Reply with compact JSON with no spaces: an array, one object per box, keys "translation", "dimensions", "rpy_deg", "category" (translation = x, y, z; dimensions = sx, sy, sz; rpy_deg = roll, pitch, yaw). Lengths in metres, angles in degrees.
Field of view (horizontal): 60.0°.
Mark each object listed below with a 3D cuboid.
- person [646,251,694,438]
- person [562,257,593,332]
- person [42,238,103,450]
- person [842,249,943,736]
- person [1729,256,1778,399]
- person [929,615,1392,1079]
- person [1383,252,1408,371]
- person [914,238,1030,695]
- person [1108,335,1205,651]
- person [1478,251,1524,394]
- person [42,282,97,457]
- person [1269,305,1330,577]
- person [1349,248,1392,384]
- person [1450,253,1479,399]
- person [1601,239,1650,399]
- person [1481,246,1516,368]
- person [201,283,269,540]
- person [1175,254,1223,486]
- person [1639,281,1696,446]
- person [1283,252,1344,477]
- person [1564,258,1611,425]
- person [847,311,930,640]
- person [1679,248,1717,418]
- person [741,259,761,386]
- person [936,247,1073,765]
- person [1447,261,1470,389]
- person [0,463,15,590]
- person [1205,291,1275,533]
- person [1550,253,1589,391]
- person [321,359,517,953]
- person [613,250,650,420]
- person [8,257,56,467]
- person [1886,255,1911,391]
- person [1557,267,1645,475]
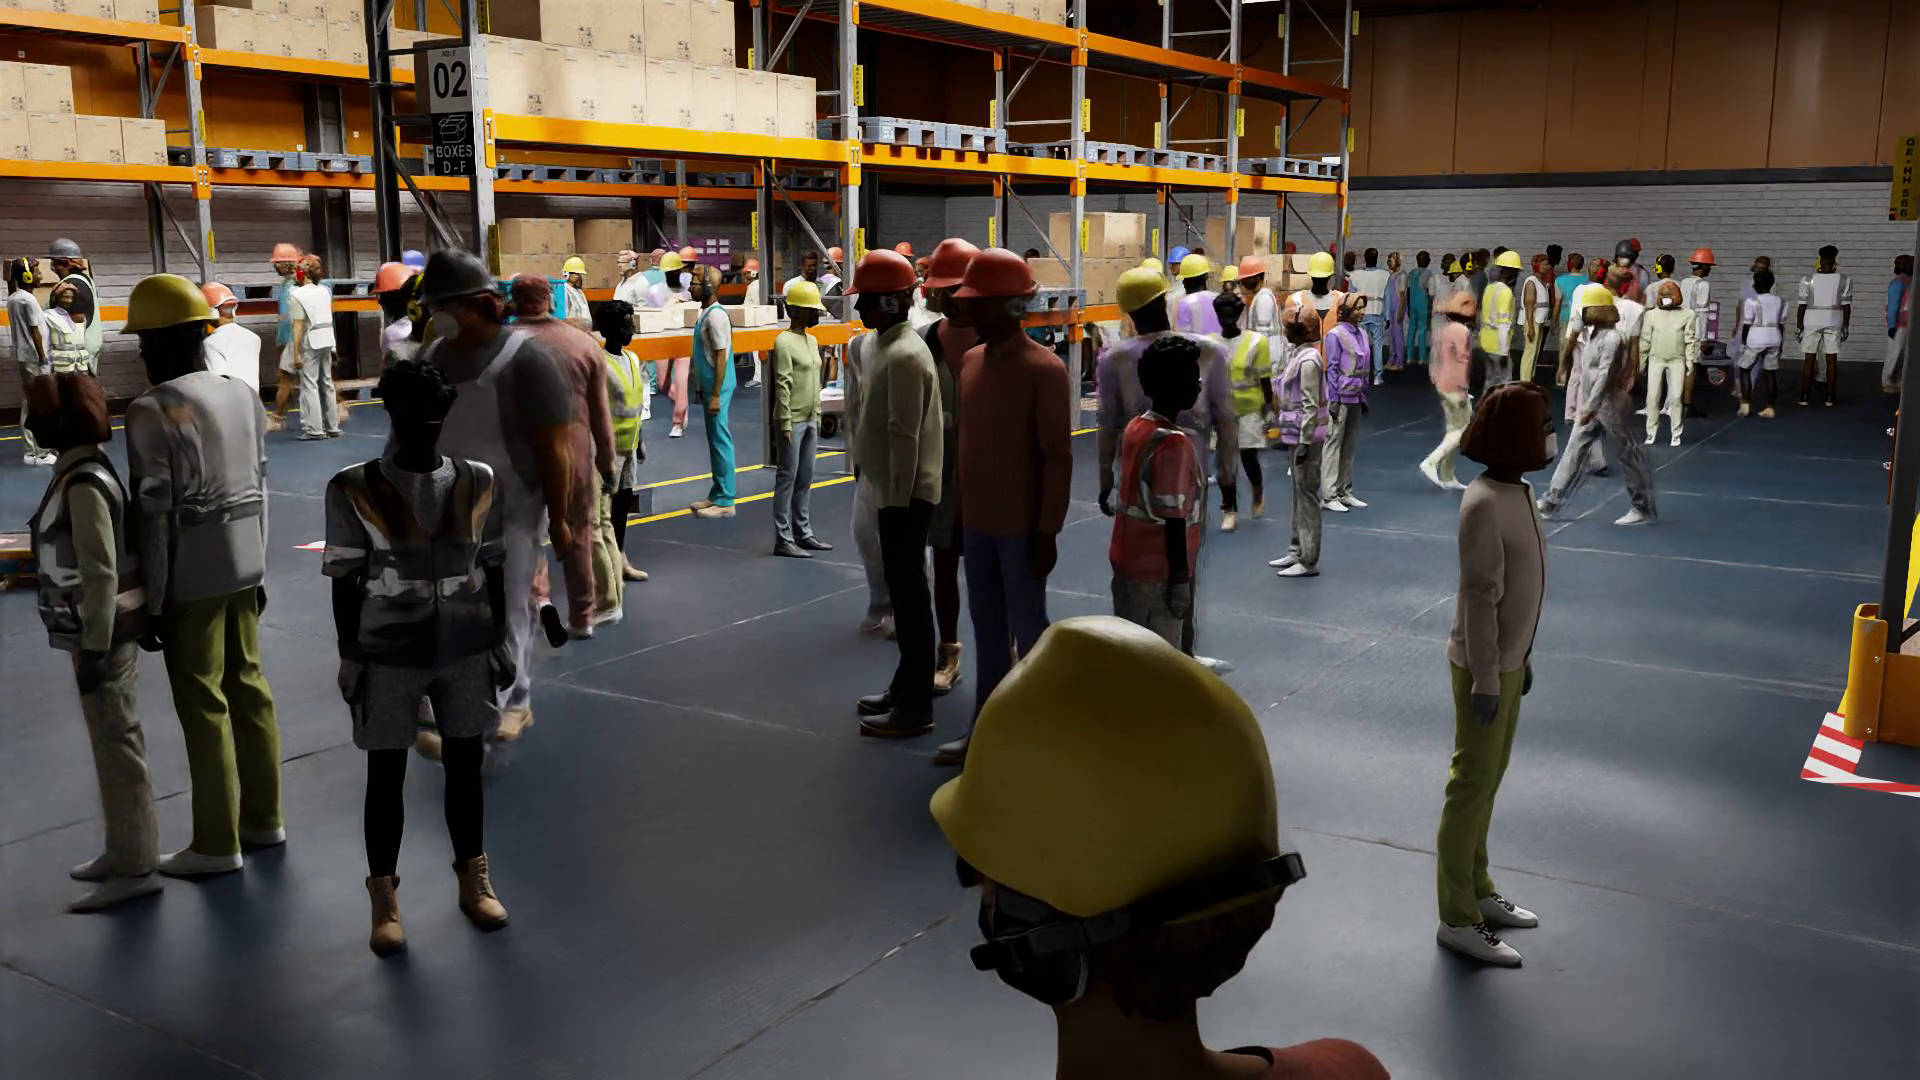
[{"translation":[-2.936,-2.035,17.273],"dimensions":[0.592,1.906,0.724],"rpy_deg":[1,10,7],"category":"person"},{"translation":[-4.307,-2.233,18.593],"dimensions":[0.404,1.829,0.592],"rpy_deg":[1,10,5],"category":"person"},{"translation":[-8.411,-1.820,15.717],"dimensions":[0.536,2.000,0.677],"rpy_deg":[-3,11,-16],"category":"person"},{"translation":[-0.273,-0.195,6.874],"dimensions":[0.408,1.986,0.617],"rpy_deg":[-1,10,-6],"category":"person"},{"translation":[10.023,-2.676,21.060],"dimensions":[0.492,1.822,0.549],"rpy_deg":[-8,13,-37],"category":"person"},{"translation":[0.107,0.926,1.252],"dimensions":[0.525,1.772,0.308],"rpy_deg":[-8,13,-37],"category":"person"},{"translation":[6.755,-3.540,25.810],"dimensions":[0.343,1.839,0.506],"rpy_deg":[-2,10,-10],"category":"person"},{"translation":[0.018,-0.296,7.318],"dimensions":[0.615,2.029,0.409],"rpy_deg":[4,11,23],"category":"person"},{"translation":[0.710,0.111,6.001],"dimensions":[0.322,1.690,0.537],"rpy_deg":[-2,10,-10],"category":"person"},{"translation":[5.489,-1.967,16.889],"dimensions":[0.417,1.909,0.597],"rpy_deg":[0,10,-2],"category":"person"},{"translation":[-8.306,-1.578,15.487],"dimensions":[0.311,1.640,0.513],"rpy_deg":[5,11,26],"category":"person"},{"translation":[2.062,-0.593,10.036],"dimensions":[0.315,1.636,0.515],"rpy_deg":[1,10,5],"category":"person"},{"translation":[5.748,-3.134,23.353],"dimensions":[0.587,1.913,0.390],"rpy_deg":[3,11,14],"category":"person"},{"translation":[6.446,-2.737,21.301],"dimensions":[0.327,1.862,0.510],"rpy_deg":[1,10,8],"category":"person"},{"translation":[8.425,-2.814,21.225],"dimensions":[0.689,2.000,0.536],"rpy_deg":[2,10,12],"category":"person"},{"translation":[8.570,-3.692,26.399],"dimensions":[0.627,1.933,0.367],"rpy_deg":[-8,13,-38],"category":"person"},{"translation":[-4.826,-0.818,10.983],"dimensions":[0.337,1.742,0.561],"rpy_deg":[1,10,6],"category":"person"},{"translation":[1.979,-1.401,13.771],"dimensions":[0.676,1.897,0.689],"rpy_deg":[-7,12,-33],"category":"person"},{"translation":[6.966,-1.736,16.413],"dimensions":[0.504,1.622,0.296],"rpy_deg":[5,11,26],"category":"person"},{"translation":[3.056,-1.487,14.214],"dimensions":[0.591,1.916,0.389],"rpy_deg":[0,10,-1],"category":"person"},{"translation":[6.812,-2.135,18.064],"dimensions":[0.417,1.828,0.561],"rpy_deg":[-2,10,-9],"category":"person"},{"translation":[-0.328,-0.413,8.388],"dimensions":[0.592,1.868,0.424],"rpy_deg":[5,11,24],"category":"person"},{"translation":[8.412,-2.362,19.039],"dimensions":[0.387,1.929,0.544],"rpy_deg":[-1,10,-8],"category":"person"},{"translation":[-2.861,-3.009,23.091],"dimensions":[0.323,1.755,0.563],"rpy_deg":[-1,10,-5],"category":"person"},{"translation":[0.154,-0.083,6.220],"dimensions":[0.396,1.992,0.622],"rpy_deg":[-7,13,-35],"category":"person"},{"translation":[6.775,-2.924,22.695],"dimensions":[0.338,1.735,0.486],"rpy_deg":[-2,10,-12],"category":"person"},{"translation":[-5.627,-0.520,9.104],"dimensions":[0.591,1.836,1.009],"rpy_deg":[2,10,9],"category":"person"},{"translation":[1.909,-0.890,11.563],"dimensions":[0.569,1.673,0.476],"rpy_deg":[4,11,22],"category":"person"},{"translation":[8.236,-2.922,22.345],"dimensions":[0.571,1.849,0.382],"rpy_deg":[-1,10,-4],"category":"person"},{"translation":[-1.541,0.325,4.794],"dimensions":[0.530,1.693,0.321],"rpy_deg":[-6,12,-32],"category":"person"},{"translation":[-3.708,-2.293,18.701],"dimensions":[0.411,1.911,0.643],"rpy_deg":[-8,13,-37],"category":"person"},{"translation":[-8.300,-1.591,14.921],"dimensions":[0.514,1.872,0.328],"rpy_deg":[8,13,39],"category":"person"},{"translation":[12.610,-2.891,22.252],"dimensions":[0.433,1.828,0.695],"rpy_deg":[10,14,43],"category":"person"},{"translation":[5.595,-1.473,14.517],"dimensions":[0.638,1.823,0.803],"rpy_deg":[2,10,11],"category":"person"}]
